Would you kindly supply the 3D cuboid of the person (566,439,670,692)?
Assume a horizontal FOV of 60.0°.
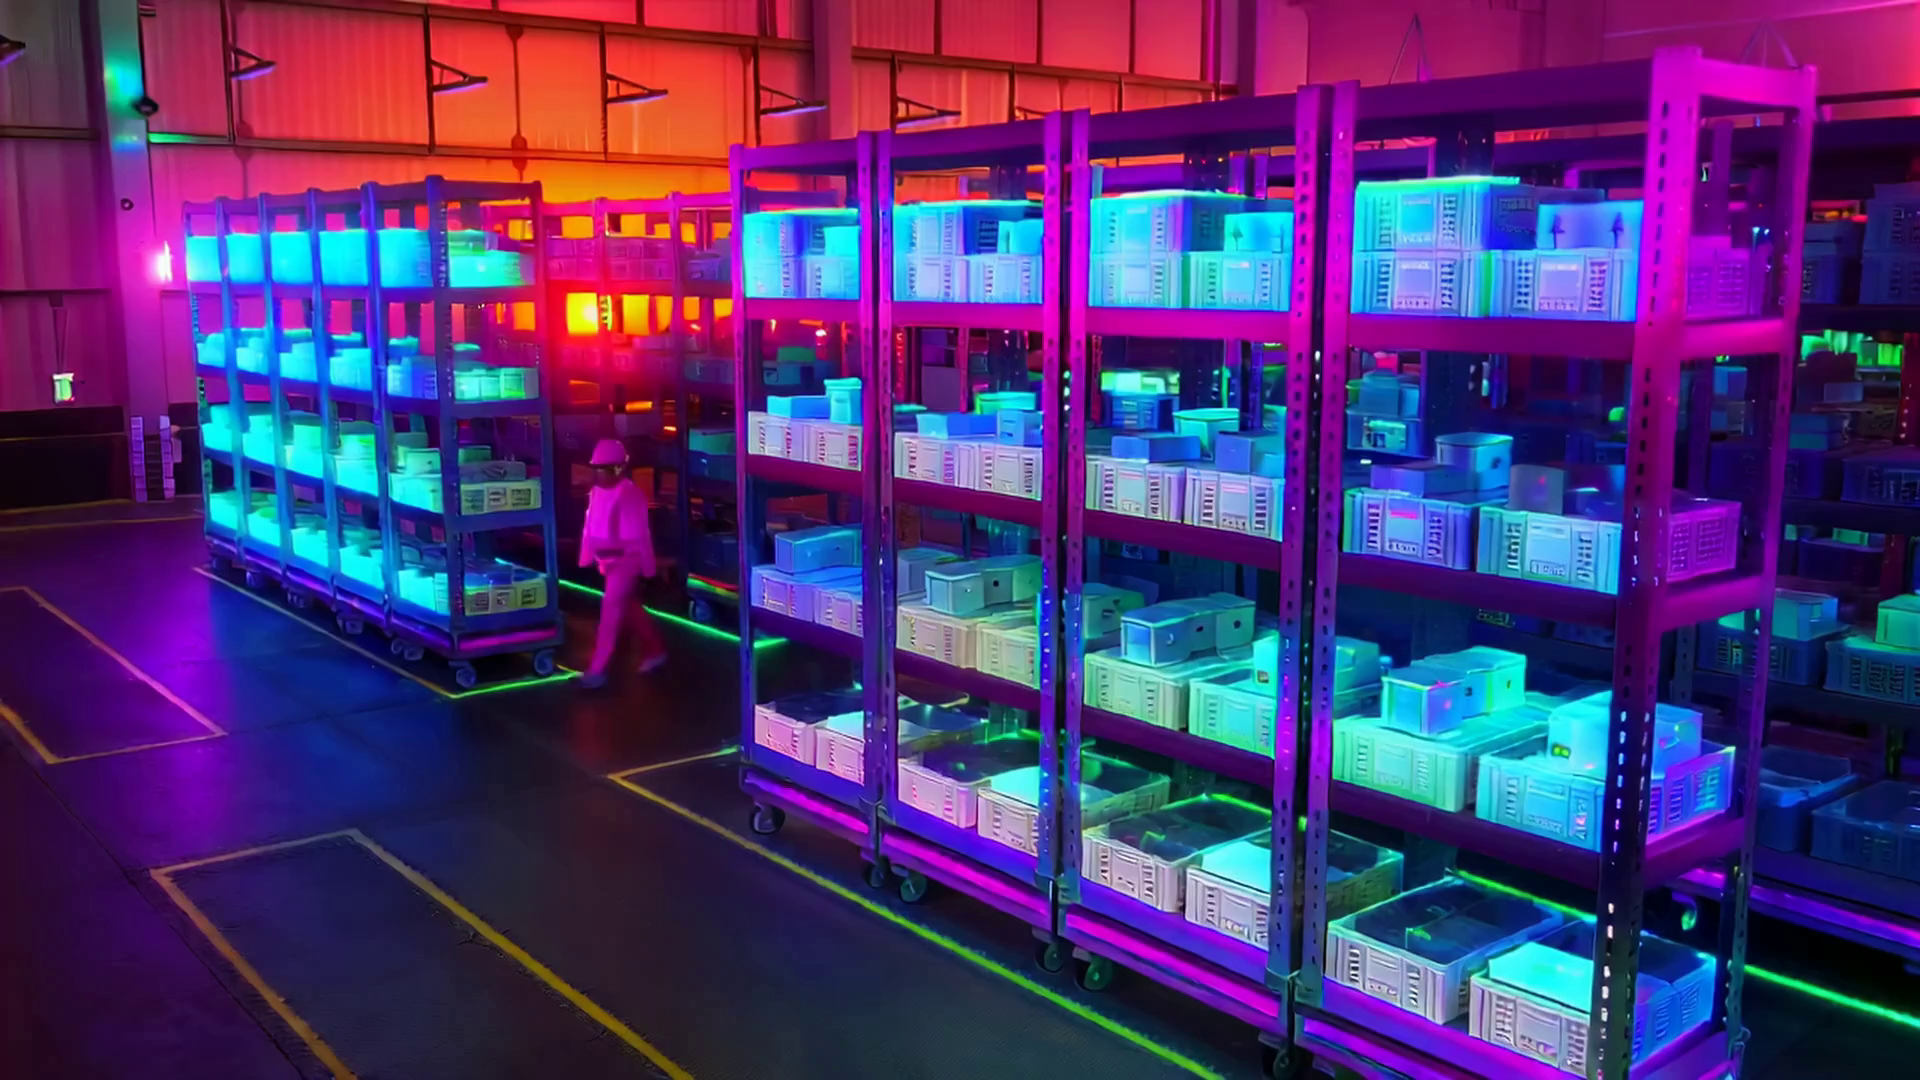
[{"bbox_3d":[-2.444,0.154,11.971,0.939,1.792,0.591,-8,13,-41],"label":"person"}]
